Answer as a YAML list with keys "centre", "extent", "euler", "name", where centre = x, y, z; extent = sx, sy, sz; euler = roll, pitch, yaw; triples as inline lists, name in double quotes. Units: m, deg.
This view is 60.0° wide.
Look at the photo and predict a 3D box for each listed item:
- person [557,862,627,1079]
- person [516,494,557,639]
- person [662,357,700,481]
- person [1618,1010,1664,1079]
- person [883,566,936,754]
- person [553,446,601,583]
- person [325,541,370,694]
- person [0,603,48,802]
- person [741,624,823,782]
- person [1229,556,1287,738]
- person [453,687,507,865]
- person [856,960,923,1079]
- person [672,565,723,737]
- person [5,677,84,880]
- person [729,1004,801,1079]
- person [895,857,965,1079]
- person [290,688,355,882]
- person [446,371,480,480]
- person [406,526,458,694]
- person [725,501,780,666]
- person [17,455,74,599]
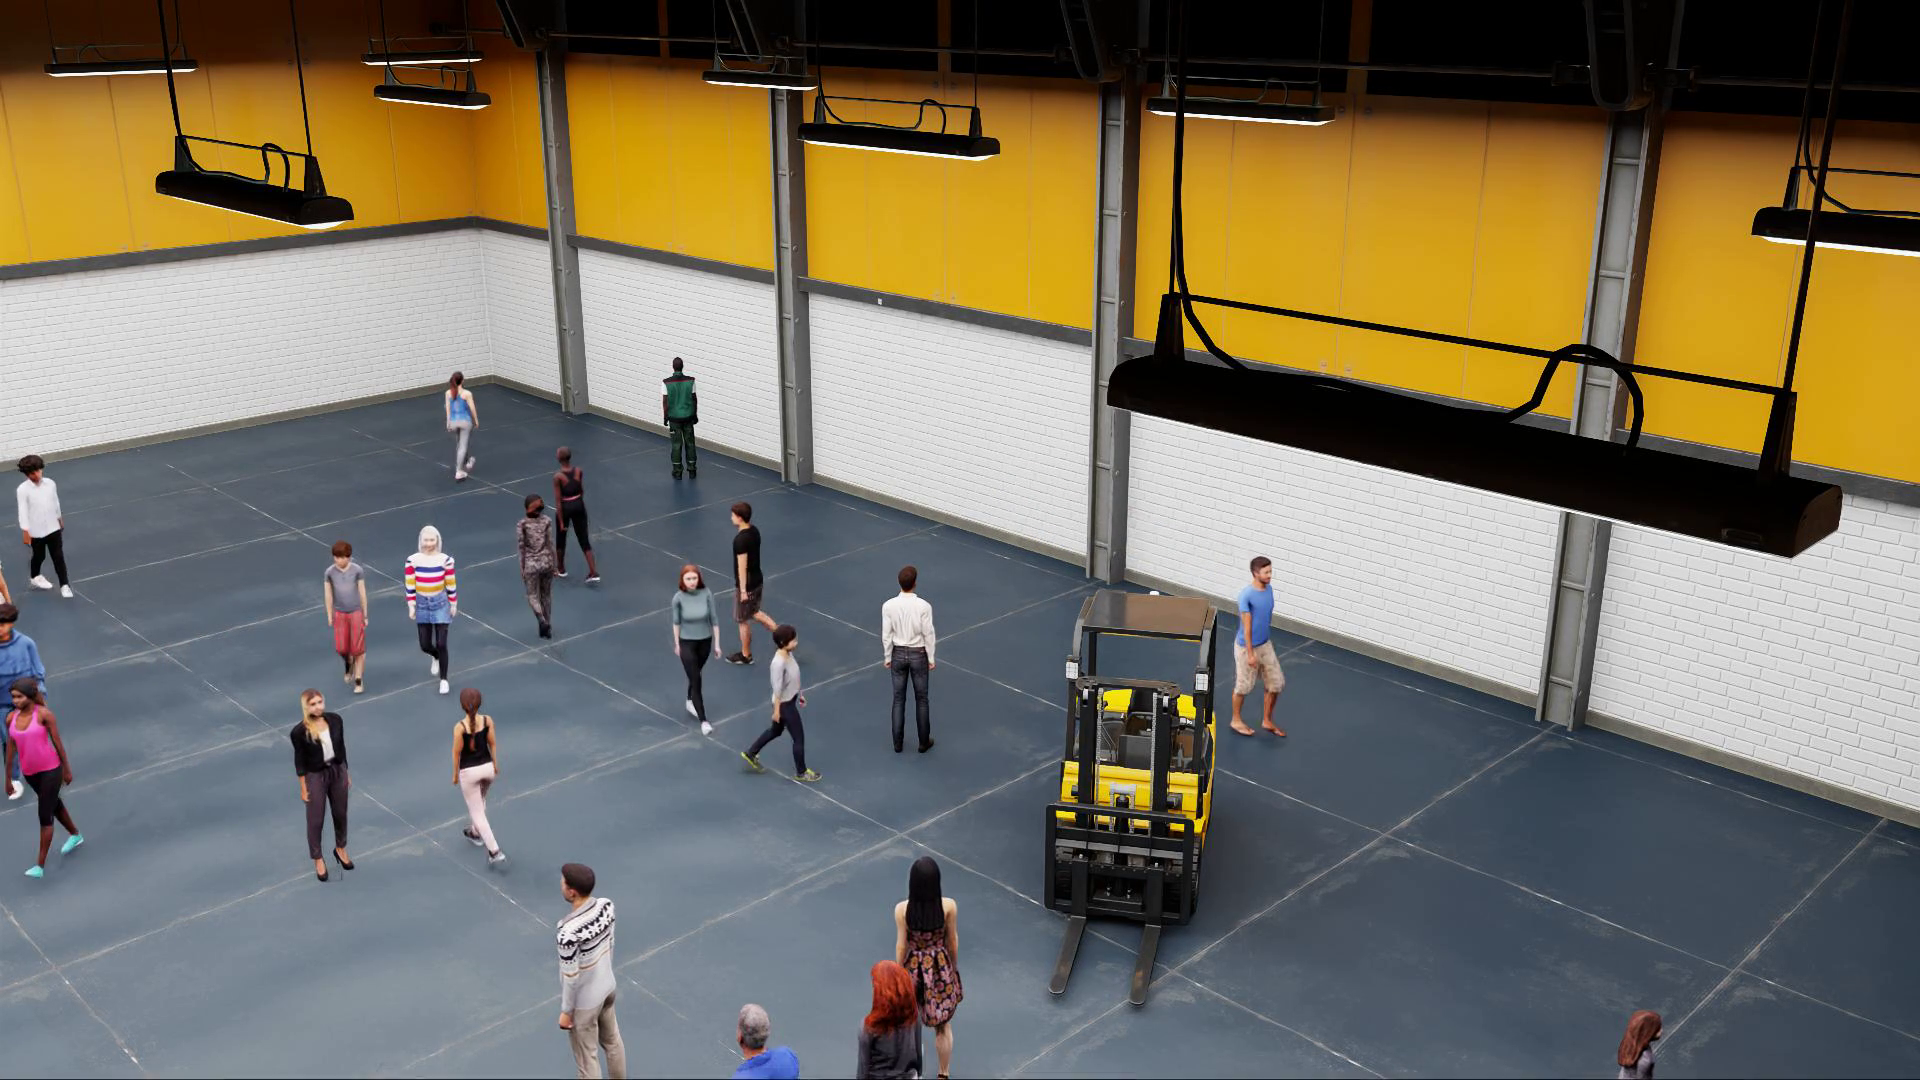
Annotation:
- centre: [-2.379, 2.901, 10.691]
  extent: [0.723, 1.863, 0.759]
  euler: [7, 20, 20]
  name: "person"
- centre: [-4.690, 0.326, 18.586]
  extent: [0.699, 1.704, 0.859]
  euler: [-10, 21, -27]
  name: "person"
- centre: [-4.153, -1.820, 24.747]
  extent: [0.776, 1.839, 0.758]
  euler: [-6, 20, -19]
  name: "person"
- centre: [4.202, 3.407, 10.376]
  extent: [0.568, 1.105, 0.533]
  euler: [4, 19, 12]
  name: "person"
- centre: [-0.481, 1.142, 15.903]
  extent: [0.690, 1.871, 0.788]
  euler: [3, 19, 8]
  name: "person"
- centre: [-4.700, -0.285, 20.371]
  extent: [0.685, 1.723, 1.165]
  euler: [-14, 23, -36]
  name: "person"
- centre: [-6.365, 0.762, 17.393]
  extent: [0.755, 1.640, 0.841]
  euler: [-3, 19, -10]
  name: "person"
- centre: [-8.634, 1.406, 15.254]
  extent: [0.865, 1.783, 1.049]
  euler: [-9, 21, -26]
  name: "person"
- centre: [-1.695, 1.499, 15.384]
  extent: [1.061, 1.524, 0.952]
  euler: [1, 19, 4]
  name: "person"
- centre: [2.809, 1.022, 16.297]
  extent: [0.703, 1.846, 0.836]
  euler: [-13, 22, -33]
  name: "person"
- centre: [-4.022, 1.987, 13.920]
  extent: [0.537, 1.534, 1.005]
  euler: [-17, 25, -41]
  name: "person"
- centre: [-0.370, 3.297, 9.677]
  extent: [0.691, 1.760, 0.869]
  euler: [-13, 22, -33]
  name: "person"
- centre: [-2.632, 1.050, 16.477]
  extent: [0.857, 1.678, 1.242]
  euler: [-9, 20, -24]
  name: "person"
- centre: [-7.620, 1.917, 13.906]
  extent: [1.077, 1.677, 1.094]
  euler: [1, 19, 3]
  name: "person"
- centre: [-1.025, 3.443, 9.172]
  extent: [0.738, 1.806, 0.656]
  euler: [-17, 25, -40]
  name: "person"
- centre: [-0.218, 2.871, 10.917]
  extent: [0.800, 1.775, 0.843]
  euler: [-4, 19, -10]
  name: "person"
- centre: [-5.237, 1.989, 13.701]
  extent: [0.538, 1.671, 0.602]
  euler: [16, 25, 40]
  name: "person"
- centre: [-7.458, -1.677, 24.745]
  extent: [1.036, 1.570, 1.004]
  euler: [3, 19, 9]
  name: "person"
- centre: [-5.487, 0.694, 17.350]
  extent: [0.898, 1.795, 0.978]
  euler: [-3, 19, -9]
  name: "person"
- centre: [-2.198, 0.474, 17.923]
  extent: [1.095, 1.846, 0.957]
  euler: [4, 19, 13]
  name: "person"
- centre: [-11.053, -0.168, 19.971]
  extent: [1.171, 1.757, 0.775]
  euler: [12, 22, 31]
  name: "person"
